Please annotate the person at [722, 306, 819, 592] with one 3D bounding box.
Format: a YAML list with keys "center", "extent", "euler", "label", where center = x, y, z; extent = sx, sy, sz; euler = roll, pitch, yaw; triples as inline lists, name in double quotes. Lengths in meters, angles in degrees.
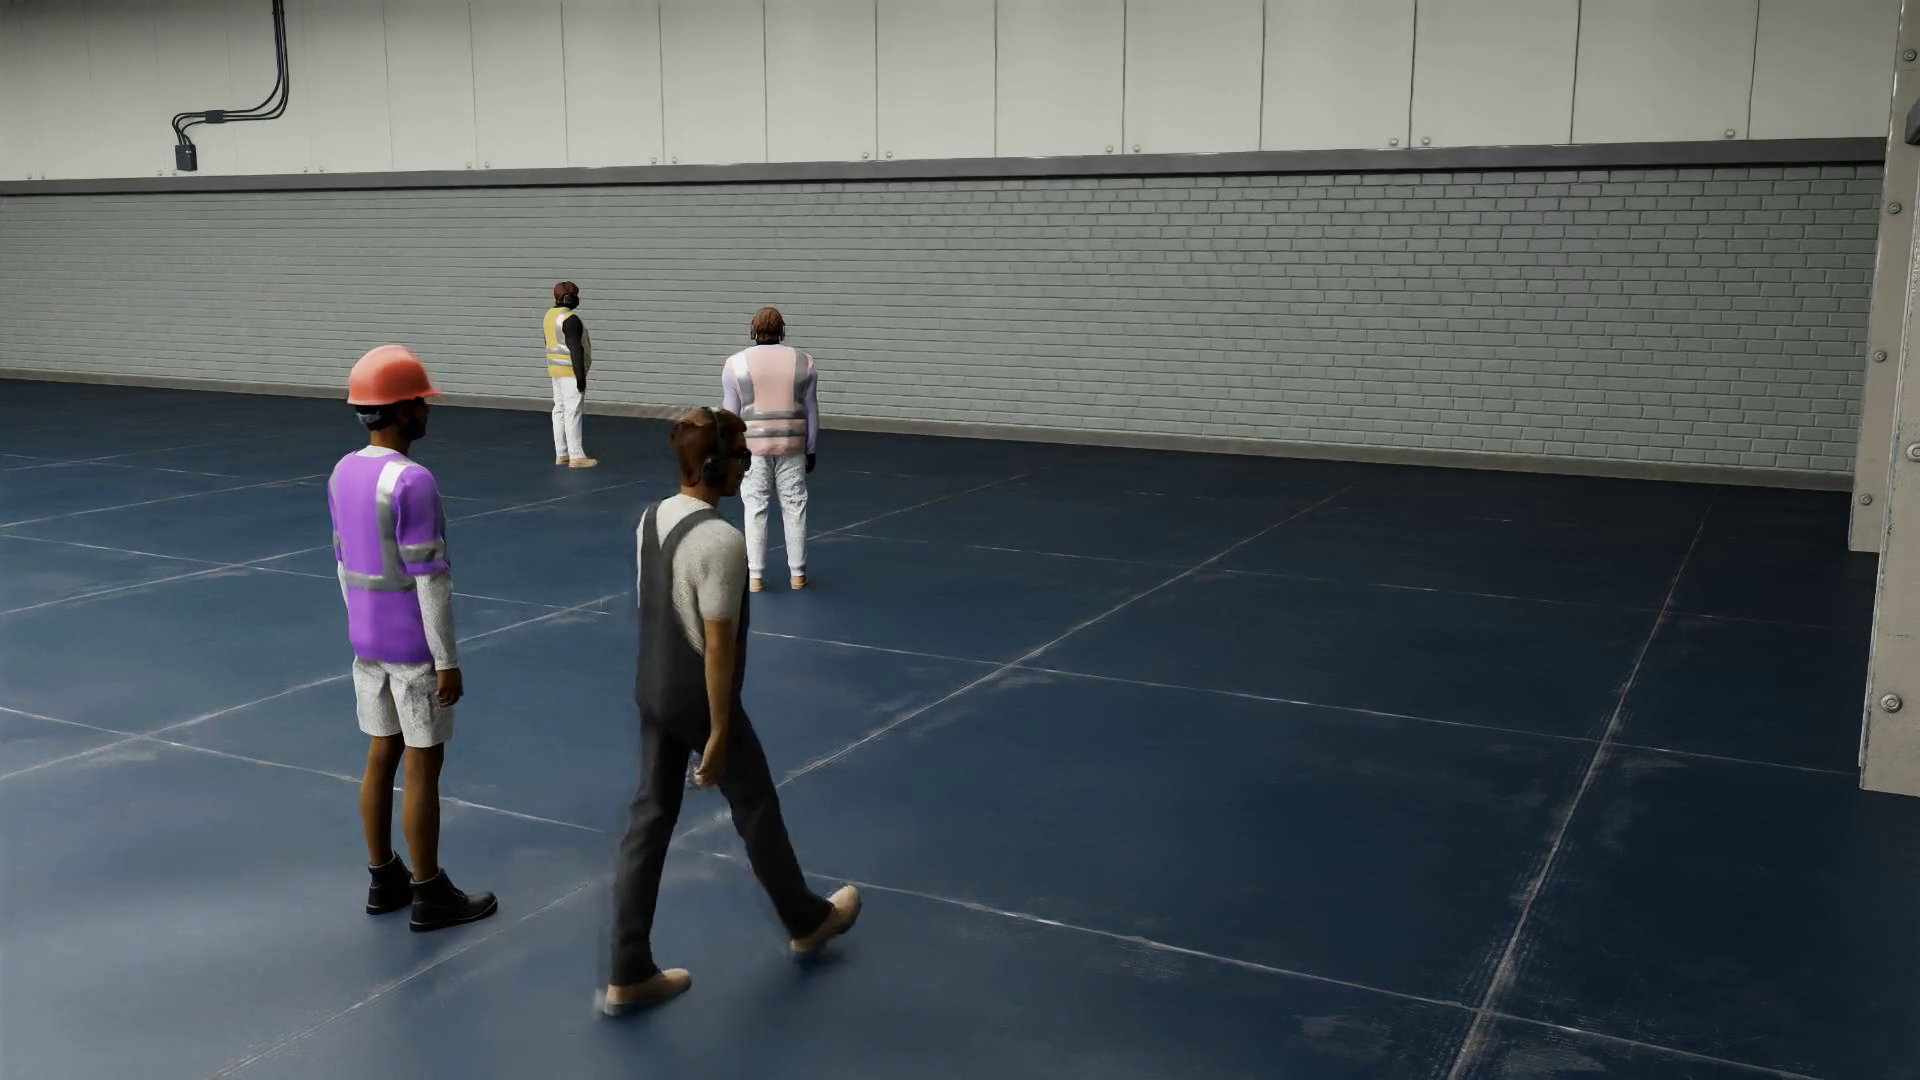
- center: [-1.223, -0.581, 10.756]
  extent: [0.627, 1.844, 0.429]
  euler: [-3, 11, -16]
  label: "person"

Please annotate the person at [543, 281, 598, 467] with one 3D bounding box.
- center: [-3.884, -1.646, 16.564]
  extent: [0.429, 1.844, 0.627]
  euler: [-8, 13, -38]
  label: "person"

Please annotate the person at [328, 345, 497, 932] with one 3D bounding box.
- center: [-1.836, 0.329, 5.521]
  extent: [0.545, 1.942, 0.351]
  euler: [8, 13, 38]
  label: "person"

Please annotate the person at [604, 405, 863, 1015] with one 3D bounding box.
- center: [-0.722, 0.488, 5.053]
  extent: [0.510, 1.793, 0.938]
  euler: [10, 14, 43]
  label: "person"
